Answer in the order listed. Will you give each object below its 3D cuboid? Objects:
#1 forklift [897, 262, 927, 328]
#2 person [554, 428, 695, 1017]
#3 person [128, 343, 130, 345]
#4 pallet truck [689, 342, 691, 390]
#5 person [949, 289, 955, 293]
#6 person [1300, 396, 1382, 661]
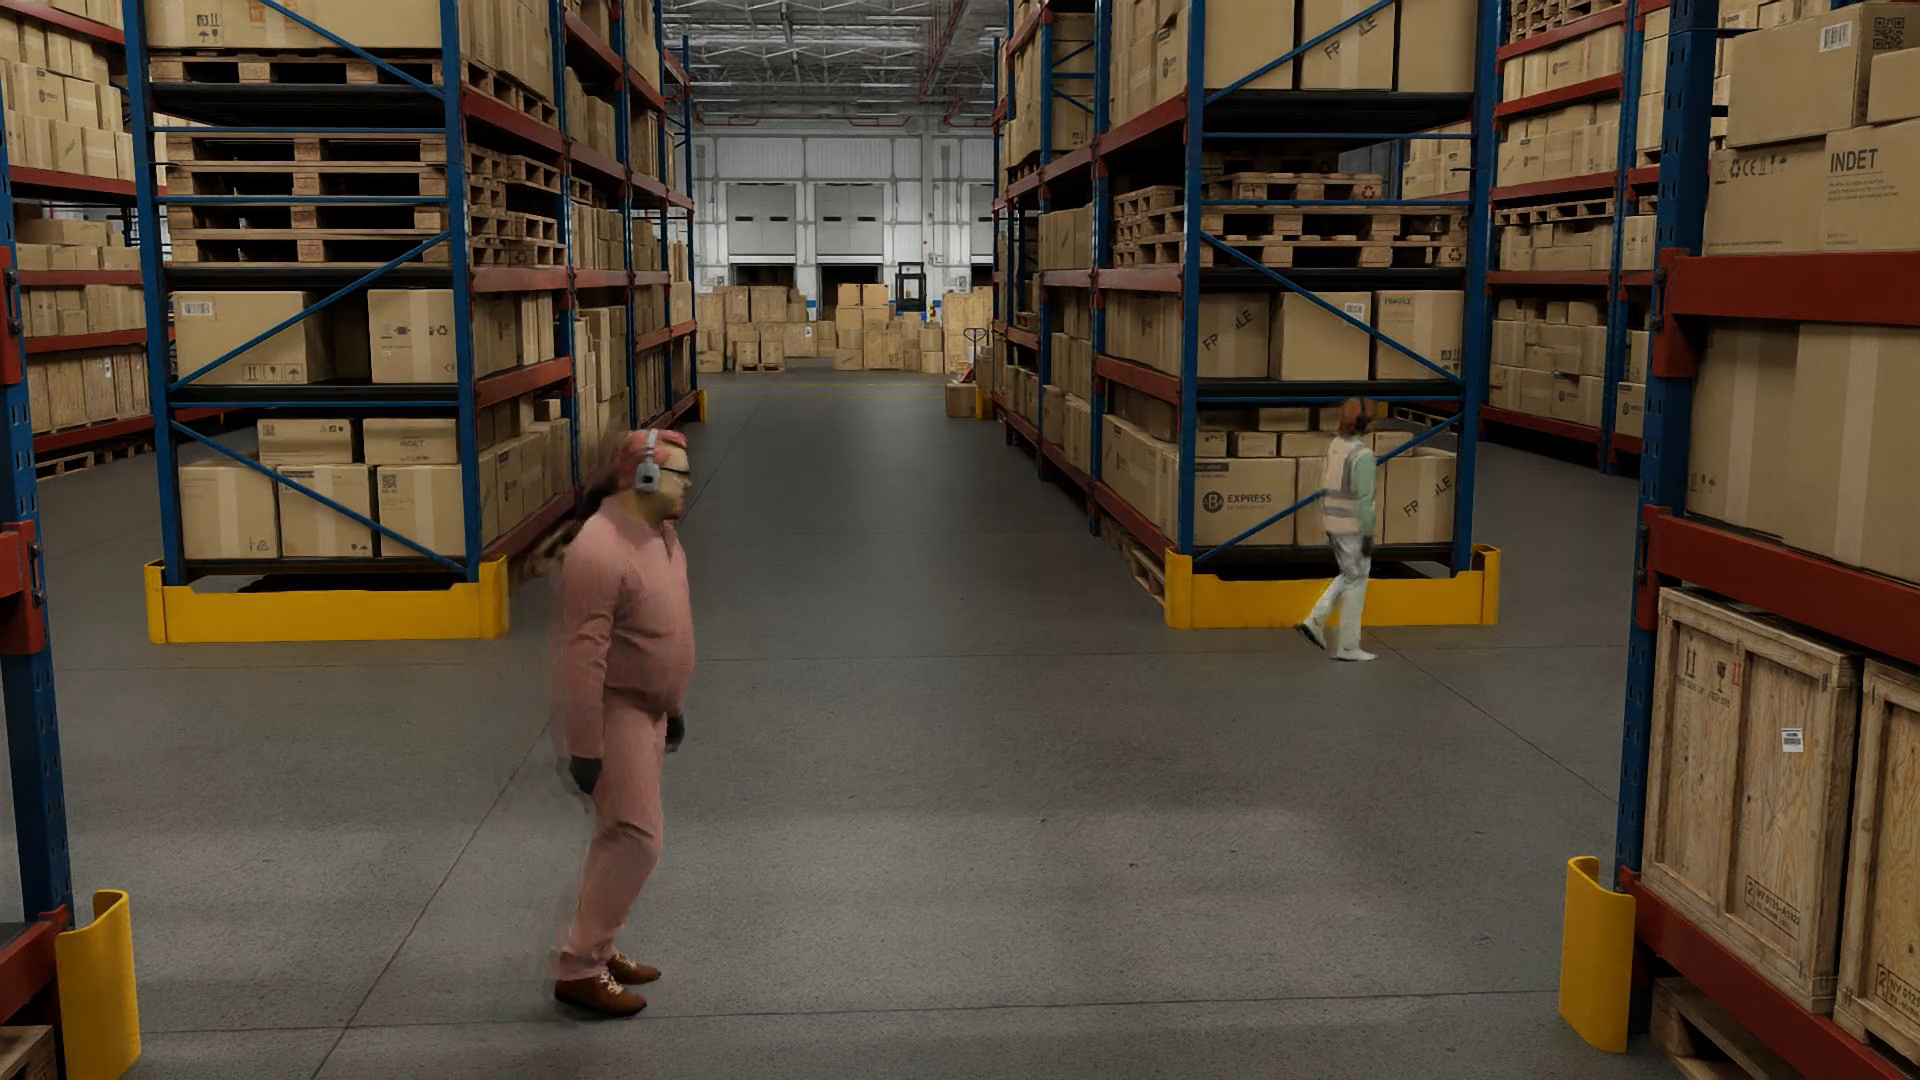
[{"bbox_3d":[-1.708,-8.380,58.448,1.129,2.768,1.873,-1,9,-4],"label":"forklift"},{"bbox_3d":[-1.091,0.575,5.394,0.494,1.879,0.667,1,9,6],"label":"person"},{"bbox_3d":[-25.919,-6.733,51.845,0.540,1.686,0.416,1,9,8],"label":"person"},{"bbox_3d":[-5.225,-3.008,27.480,1.885,1.965,0.823,2,9,14],"label":"pallet truck"},{"bbox_3d":[-0.337,-8.145,60.244,0.619,1.827,0.986,-3,10,-19],"label":"person"},{"bbox_3d":[2.370,-0.060,10.122,0.392,1.624,0.538,-2,9,-13],"label":"person"}]
